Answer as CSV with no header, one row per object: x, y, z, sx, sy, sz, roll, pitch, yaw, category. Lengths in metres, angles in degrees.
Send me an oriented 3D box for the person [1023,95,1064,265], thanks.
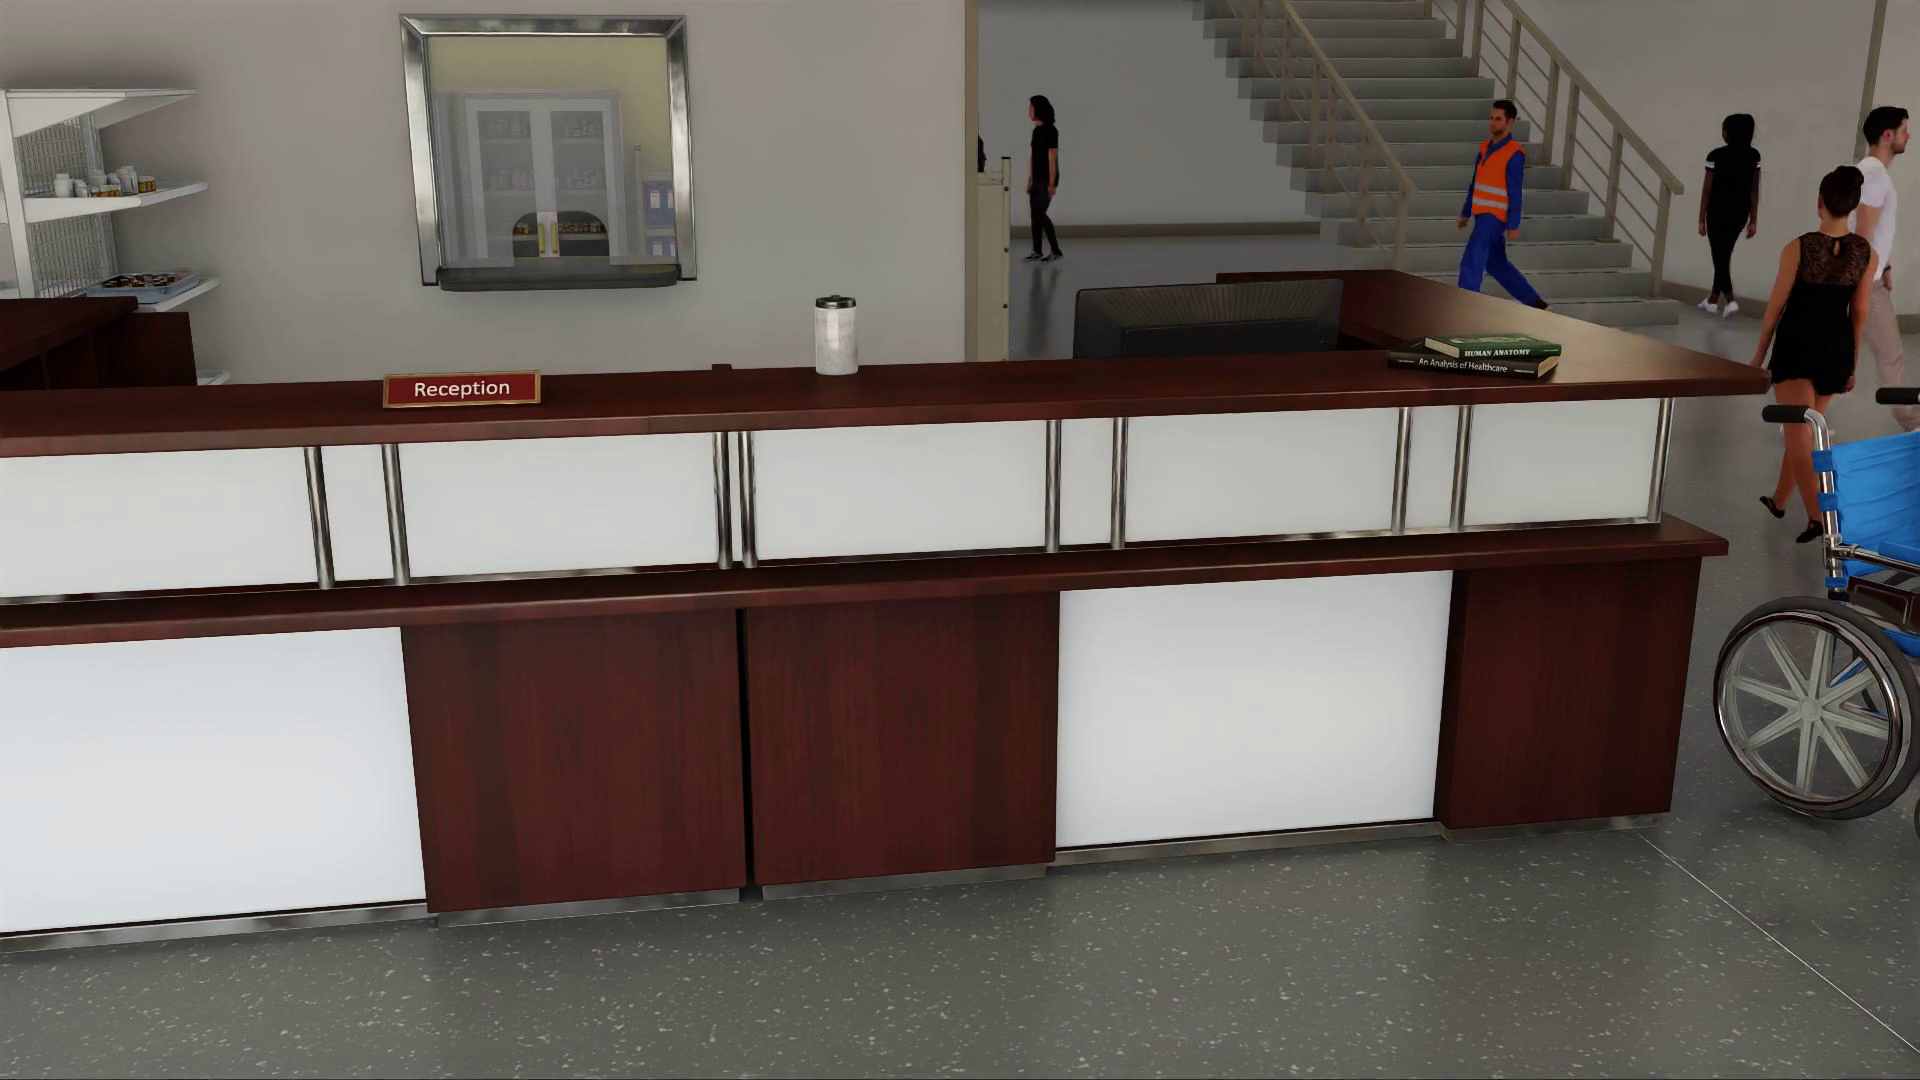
0.946,-3.969,18.334,0.770,1.809,0.616,-8,18,-26,person

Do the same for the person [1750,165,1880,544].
3.783,-0.777,7.349,0.753,1.639,1.151,1,16,3,person

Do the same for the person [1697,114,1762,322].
6.452,-2.664,13.949,0.801,1.688,1.226,1,16,5,person

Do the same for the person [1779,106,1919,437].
4.942,-1.447,9.343,1.132,1.845,1.189,6,17,21,person

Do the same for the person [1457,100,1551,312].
4.275,-2.492,13.098,0.726,1.819,1.147,-2,16,-8,person
